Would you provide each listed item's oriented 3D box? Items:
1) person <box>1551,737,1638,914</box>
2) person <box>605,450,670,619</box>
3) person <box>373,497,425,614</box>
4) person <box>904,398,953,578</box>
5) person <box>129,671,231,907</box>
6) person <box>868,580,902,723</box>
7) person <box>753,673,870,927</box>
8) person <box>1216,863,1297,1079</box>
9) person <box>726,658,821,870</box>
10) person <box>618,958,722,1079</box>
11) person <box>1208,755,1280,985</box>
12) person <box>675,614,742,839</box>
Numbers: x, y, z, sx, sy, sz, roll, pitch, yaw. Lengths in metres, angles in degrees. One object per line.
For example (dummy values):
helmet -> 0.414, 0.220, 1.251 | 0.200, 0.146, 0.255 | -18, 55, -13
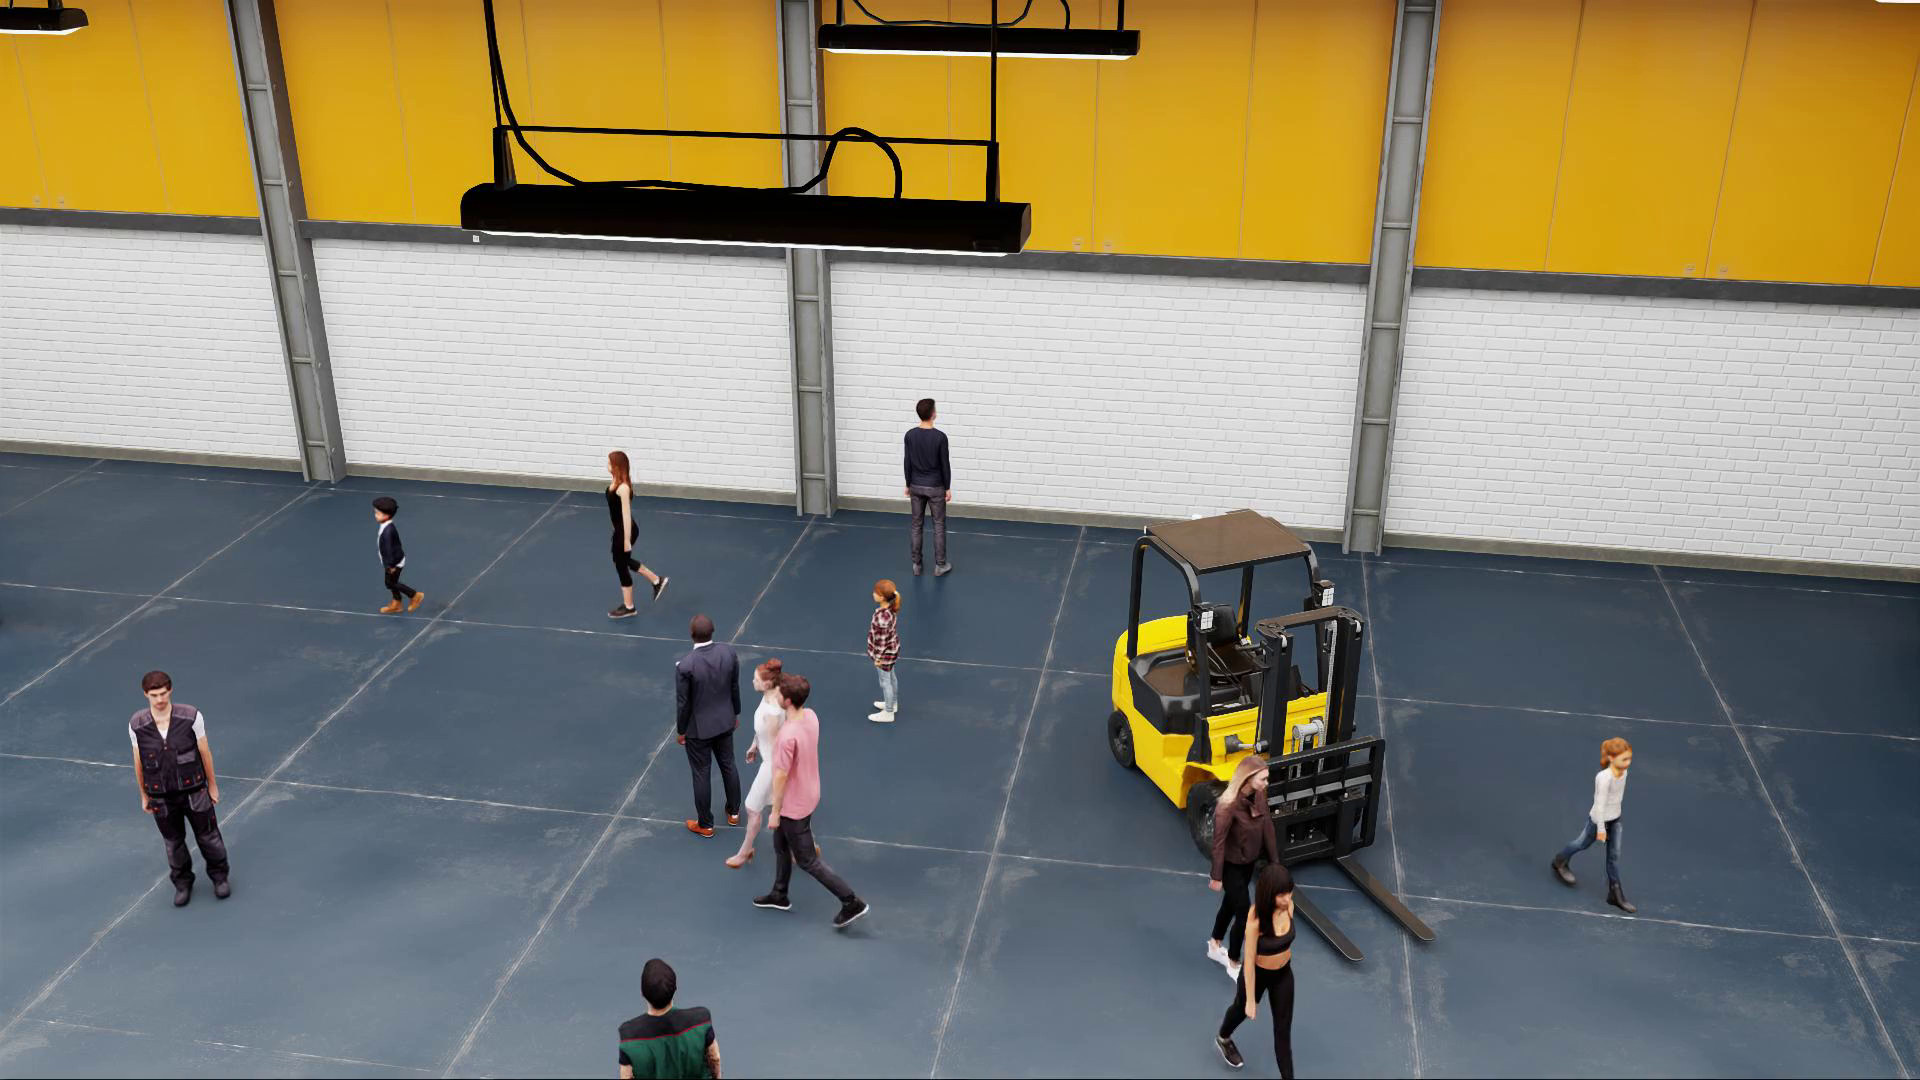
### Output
person -> 4.542, 1.978, 11.904 | 0.884, 1.281, 0.935 | -15, 28, -30
person -> -3.151, -0.072, 16.057 | 0.951, 1.713, 0.810 | -8, 25, -17
person -> -5.468, 0.152, 16.165 | 0.745, 1.214, 0.645 | -7, 24, -15
person -> -0.331, -0.533, 16.920 | 0.478, 1.866, 0.704 | 5, 24, 12
person -> -5.520, 1.740, 11.748 | 0.700, 1.843, 0.812 | -8, 25, -17
person -> -0.630, 0.936, 14.259 | 0.520, 1.305, 0.529 | 5, 24, 12
person -> -1.032, 1.825, 11.433 | 1.139, 1.941, 0.682 | 5, 24, 12
person -> 1.785, 2.616, 10.046 | 1.080, 1.601, 1.084 | -13, 27, -27
person -> -1.232, 1.654, 12.042 | 0.963, 1.766, 0.696 | 0, 24, 1
person -> -1.487, 3.061, 8.686 | 0.960, 1.876, 0.932 | -4, 24, -10
person -> 1.780, 2.123, 11.071 | 0.855, 1.684, 0.784 | 22, 32, 40
person -> -1.899, 1.390, 12.574 | 0.782, 1.824, 0.833 | -17, 29, -33
